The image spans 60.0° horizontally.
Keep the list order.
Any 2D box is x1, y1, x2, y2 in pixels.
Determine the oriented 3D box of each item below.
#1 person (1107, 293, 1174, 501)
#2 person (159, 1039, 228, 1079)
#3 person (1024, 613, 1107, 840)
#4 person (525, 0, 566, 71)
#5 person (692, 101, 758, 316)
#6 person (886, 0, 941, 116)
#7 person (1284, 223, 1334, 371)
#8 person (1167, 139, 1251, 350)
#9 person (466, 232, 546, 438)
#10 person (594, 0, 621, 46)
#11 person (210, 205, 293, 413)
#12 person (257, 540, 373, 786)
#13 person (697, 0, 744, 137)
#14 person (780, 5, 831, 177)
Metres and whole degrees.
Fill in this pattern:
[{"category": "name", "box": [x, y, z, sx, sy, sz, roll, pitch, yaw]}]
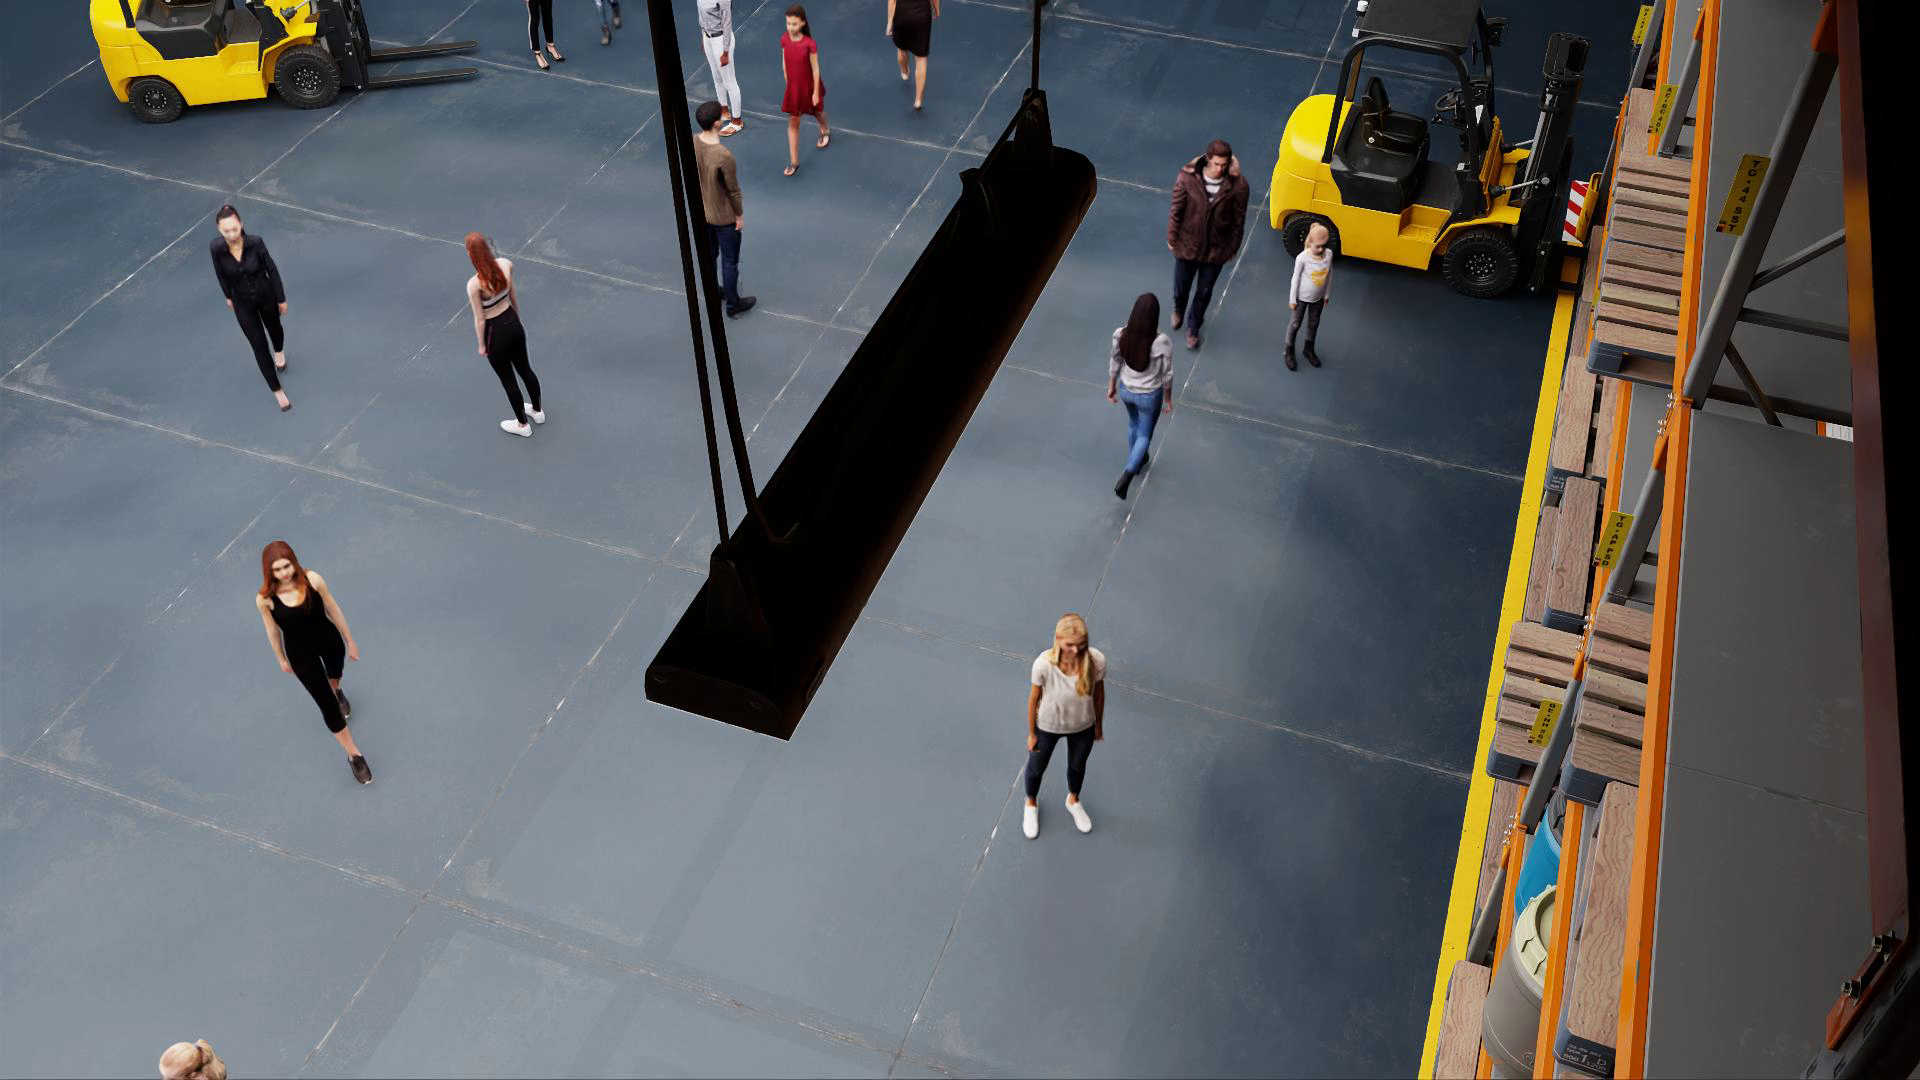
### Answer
[{"category": "person", "box": [1.262, -0.981, 11.851, 0.709, 1.609, 0.973, 21, 47, 21]}, {"category": "person", "box": [-3.617, 2.808, 8.121, 0.535, 1.269, 0.558, 29, 51, 27]}, {"category": "person", "box": [0.586, 1.057, 9.569, 0.672, 1.806, 0.664, -5, 44, -5]}, {"category": "person", "box": [-4.215, -5.547, 16.574, 0.729, 1.706, 0.571, 28, 50, 26]}, {"category": "person", "box": [-1.954, -2.668, 13.422, 0.723, 1.886, 0.693, 31, 51, 28]}, {"category": "person", "box": [-0.453, -4.901, 15.893, 0.943, 1.710, 1.170, -2, 44, -2]}, {"category": "person", "box": [2.746, -1.938, 13.097, 0.587, 1.277, 0.637, -12, 45, -12]}, {"category": "person", "box": [1.926, -2.392, 13.172, 0.842, 1.831, 0.805, 4, 44, 5]}, {"category": "person", "box": [-3.386, -1.527, 12.328, 0.689, 1.743, 0.524, 24, 49, 23]}, {"category": "person", "box": [-3.697, -5.829, 17.168, 0.721, 1.295, 0.932, -3, 44, -3]}, {"category": "person", "box": [-5.388, -1.843, 12.728, 1.017, 1.649, 1.108, -15, 46, -15]}, {"category": "person", "box": [-3.936, 0.609, 10.130, 1.126, 1.682, 1.079, -24, 49, -23]}, {"category": "person", "box": [-2.265, -4.661, 15.632, 0.697, 1.722, 0.674, -26, 49, -25]}, {"category": "person", "box": [-1.408, -4.214, 15.316, 0.572, 1.511, 1.081, 12, 45, 13]}]
